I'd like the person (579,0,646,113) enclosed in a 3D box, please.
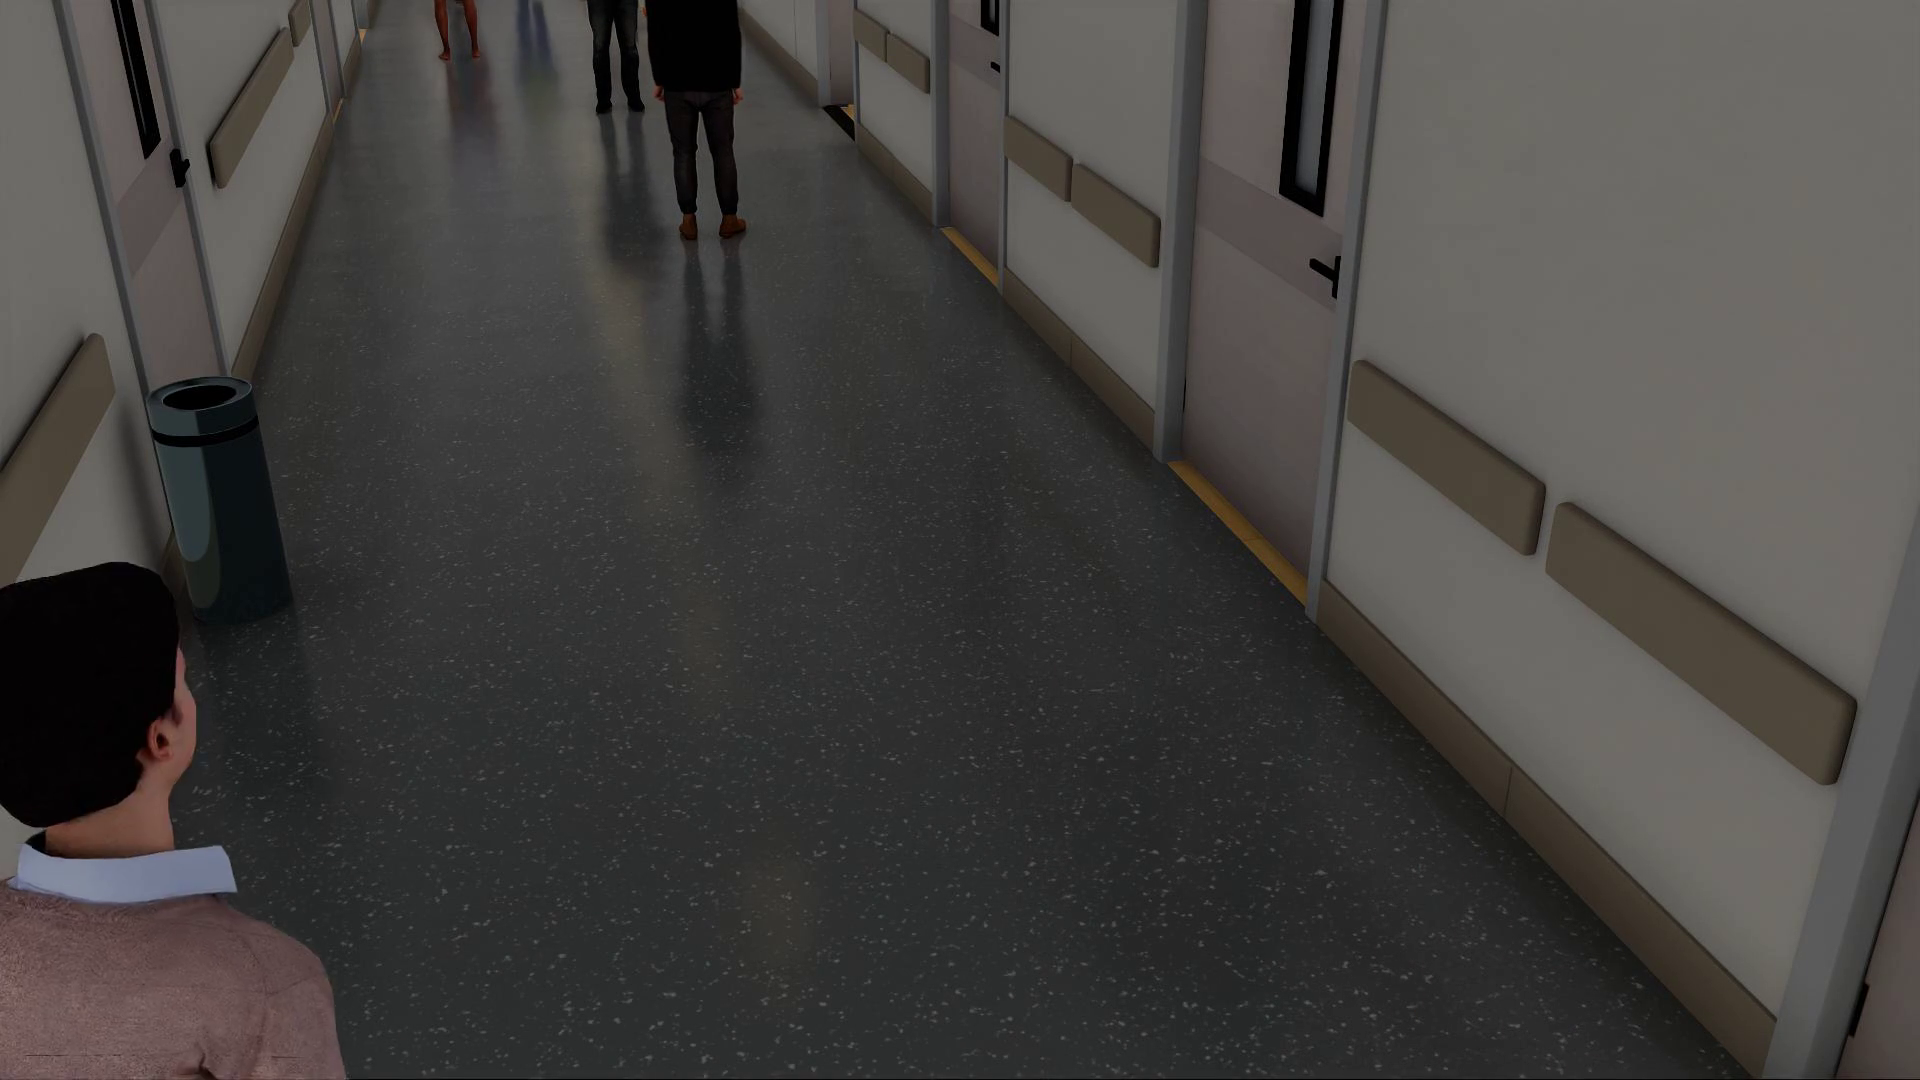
[{"bbox_3d":[-2.532,-4.044,12.051,0.451,1.802,0.743,-7,27,-14],"label":"person"}]

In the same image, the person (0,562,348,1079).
[{"bbox_3d":[-0.824,0.895,1.807,0.721,1.803,0.821,7,27,15],"label":"person"}]

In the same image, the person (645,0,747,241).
[{"bbox_3d":[-1.408,-2.484,8.906,0.565,1.722,0.753,0,26,-1],"label":"person"}]

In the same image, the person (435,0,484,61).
[{"bbox_3d":[-4.339,-4.972,14.055,0.499,1.732,0.729,-10,28,-21],"label":"person"}]
